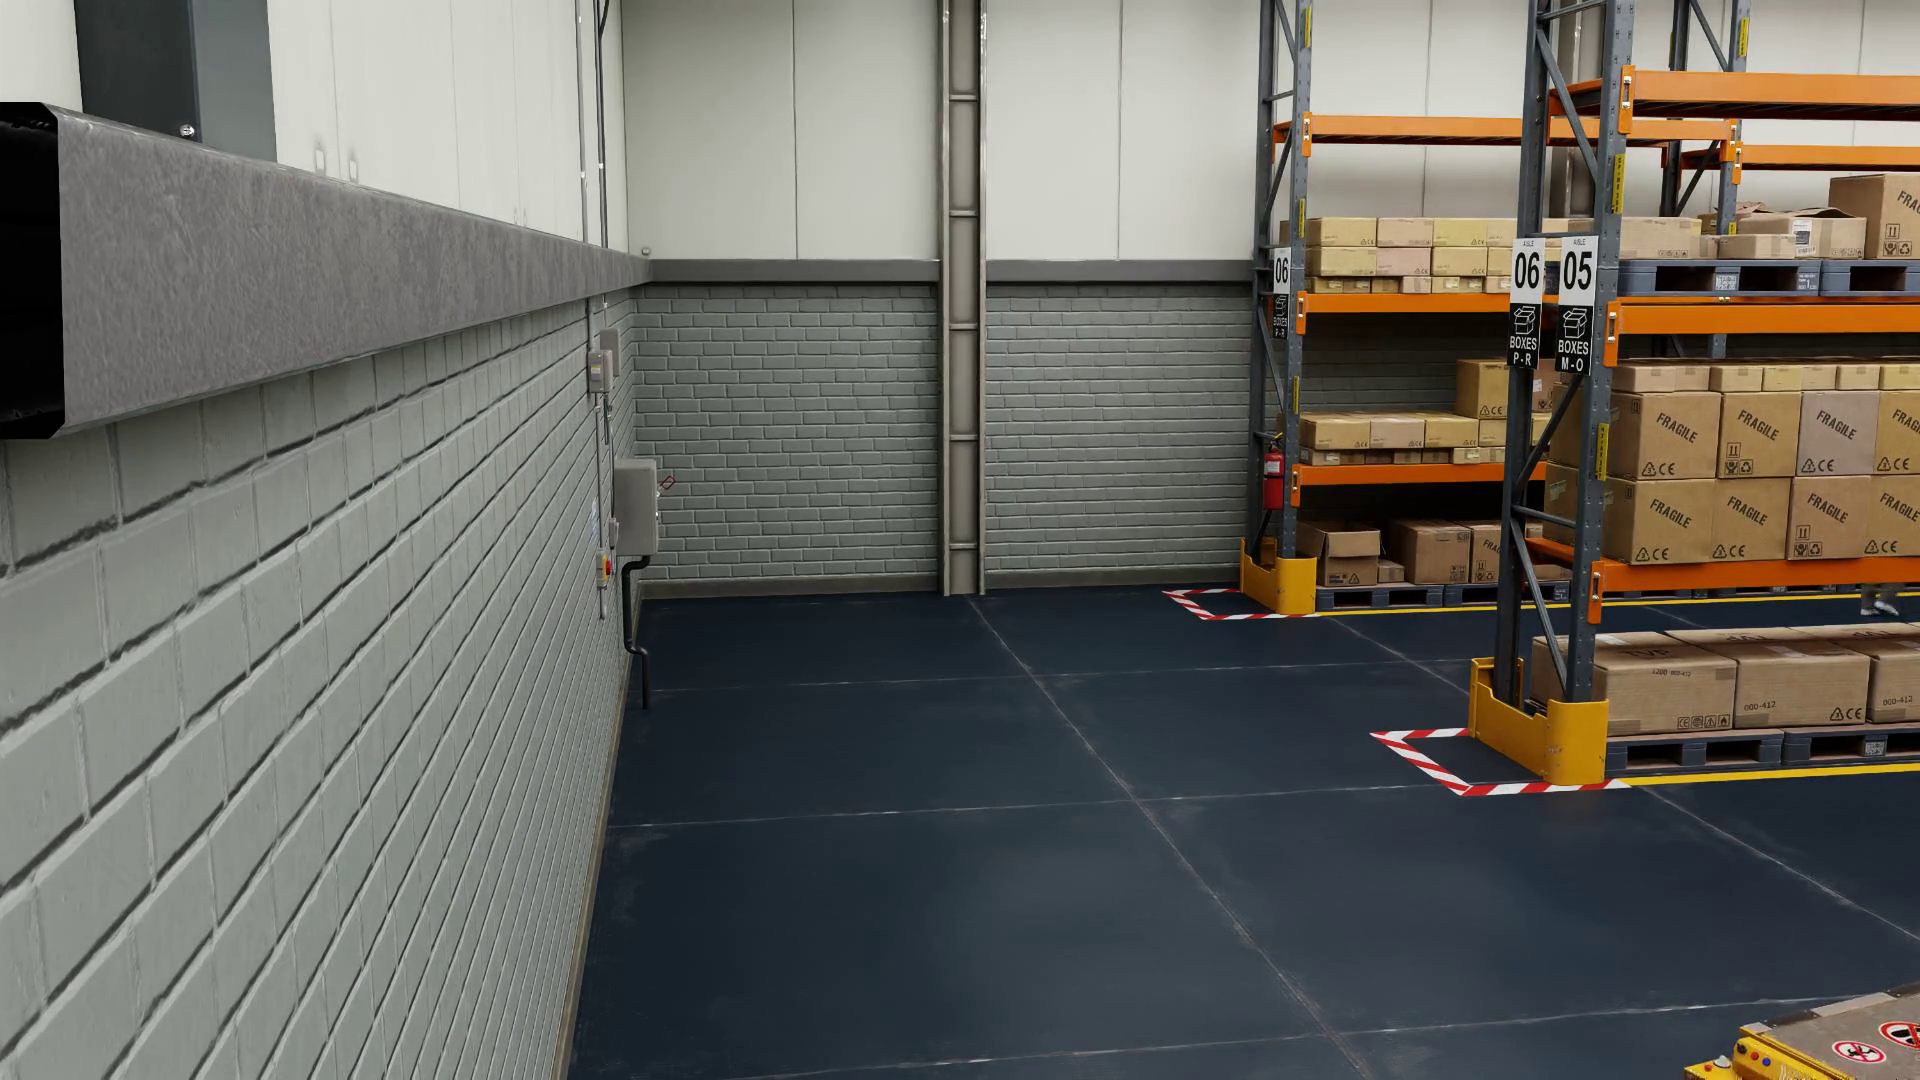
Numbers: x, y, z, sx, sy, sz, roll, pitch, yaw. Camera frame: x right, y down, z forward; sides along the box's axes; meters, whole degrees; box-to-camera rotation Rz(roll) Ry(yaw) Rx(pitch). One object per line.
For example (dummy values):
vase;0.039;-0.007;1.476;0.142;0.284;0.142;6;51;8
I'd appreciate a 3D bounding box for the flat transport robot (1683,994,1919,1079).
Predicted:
flat transport robot;3.436;1.922;6.084;1.431;0.197;0.652;-4;10;-23

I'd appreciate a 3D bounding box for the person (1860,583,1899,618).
person;8.033;-0.255;14.479;0.482;1.900;0.620;-6;11;-31
